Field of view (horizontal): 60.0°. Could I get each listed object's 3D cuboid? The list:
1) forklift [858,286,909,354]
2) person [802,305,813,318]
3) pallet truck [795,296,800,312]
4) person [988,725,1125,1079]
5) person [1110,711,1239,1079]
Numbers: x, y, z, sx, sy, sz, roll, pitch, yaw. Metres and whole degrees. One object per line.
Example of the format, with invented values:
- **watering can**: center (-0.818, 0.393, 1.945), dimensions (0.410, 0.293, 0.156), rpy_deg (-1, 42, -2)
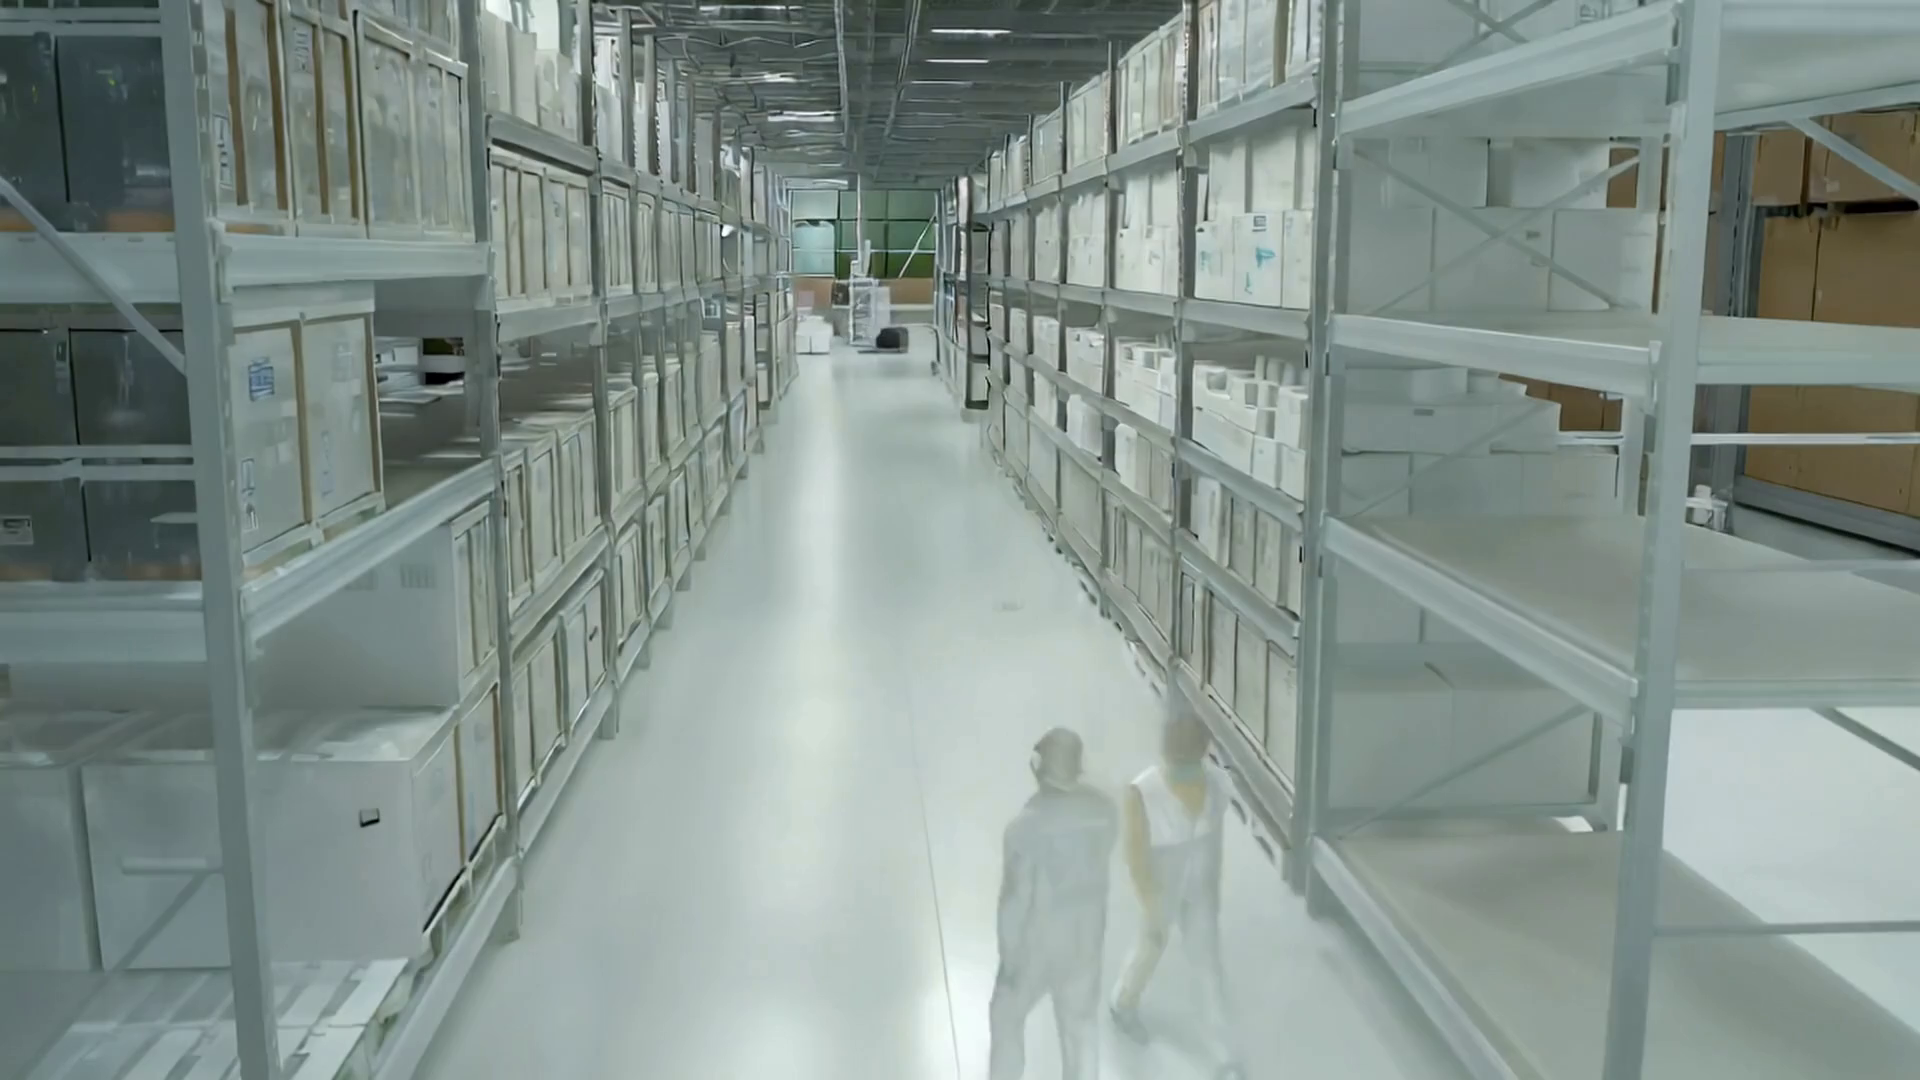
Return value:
- **forklift**: center (-3.164, -9.153, 69.142), dimensions (1.873, 2.768, 1.129), rpy_deg (4, 10, 21)
- **person**: center (-6.779, -9.411, 73.549), dimensions (0.573, 1.920, 0.485), rpy_deg (-4, 10, -22)
- **pallet truck**: center (-8.622, -12.439, 91.403), dimensions (1.885, 1.965, 0.823), rpy_deg (2, 10, 13)
- **person**: center (0.358, 1.714, 7.228), dimensions (0.652, 1.875, 0.737), rpy_deg (-6, 11, -31)
- **person**: center (1.012, 1.652, 7.874), dimensions (0.596, 1.794, 0.978), rpy_deg (-5, 11, -28)
